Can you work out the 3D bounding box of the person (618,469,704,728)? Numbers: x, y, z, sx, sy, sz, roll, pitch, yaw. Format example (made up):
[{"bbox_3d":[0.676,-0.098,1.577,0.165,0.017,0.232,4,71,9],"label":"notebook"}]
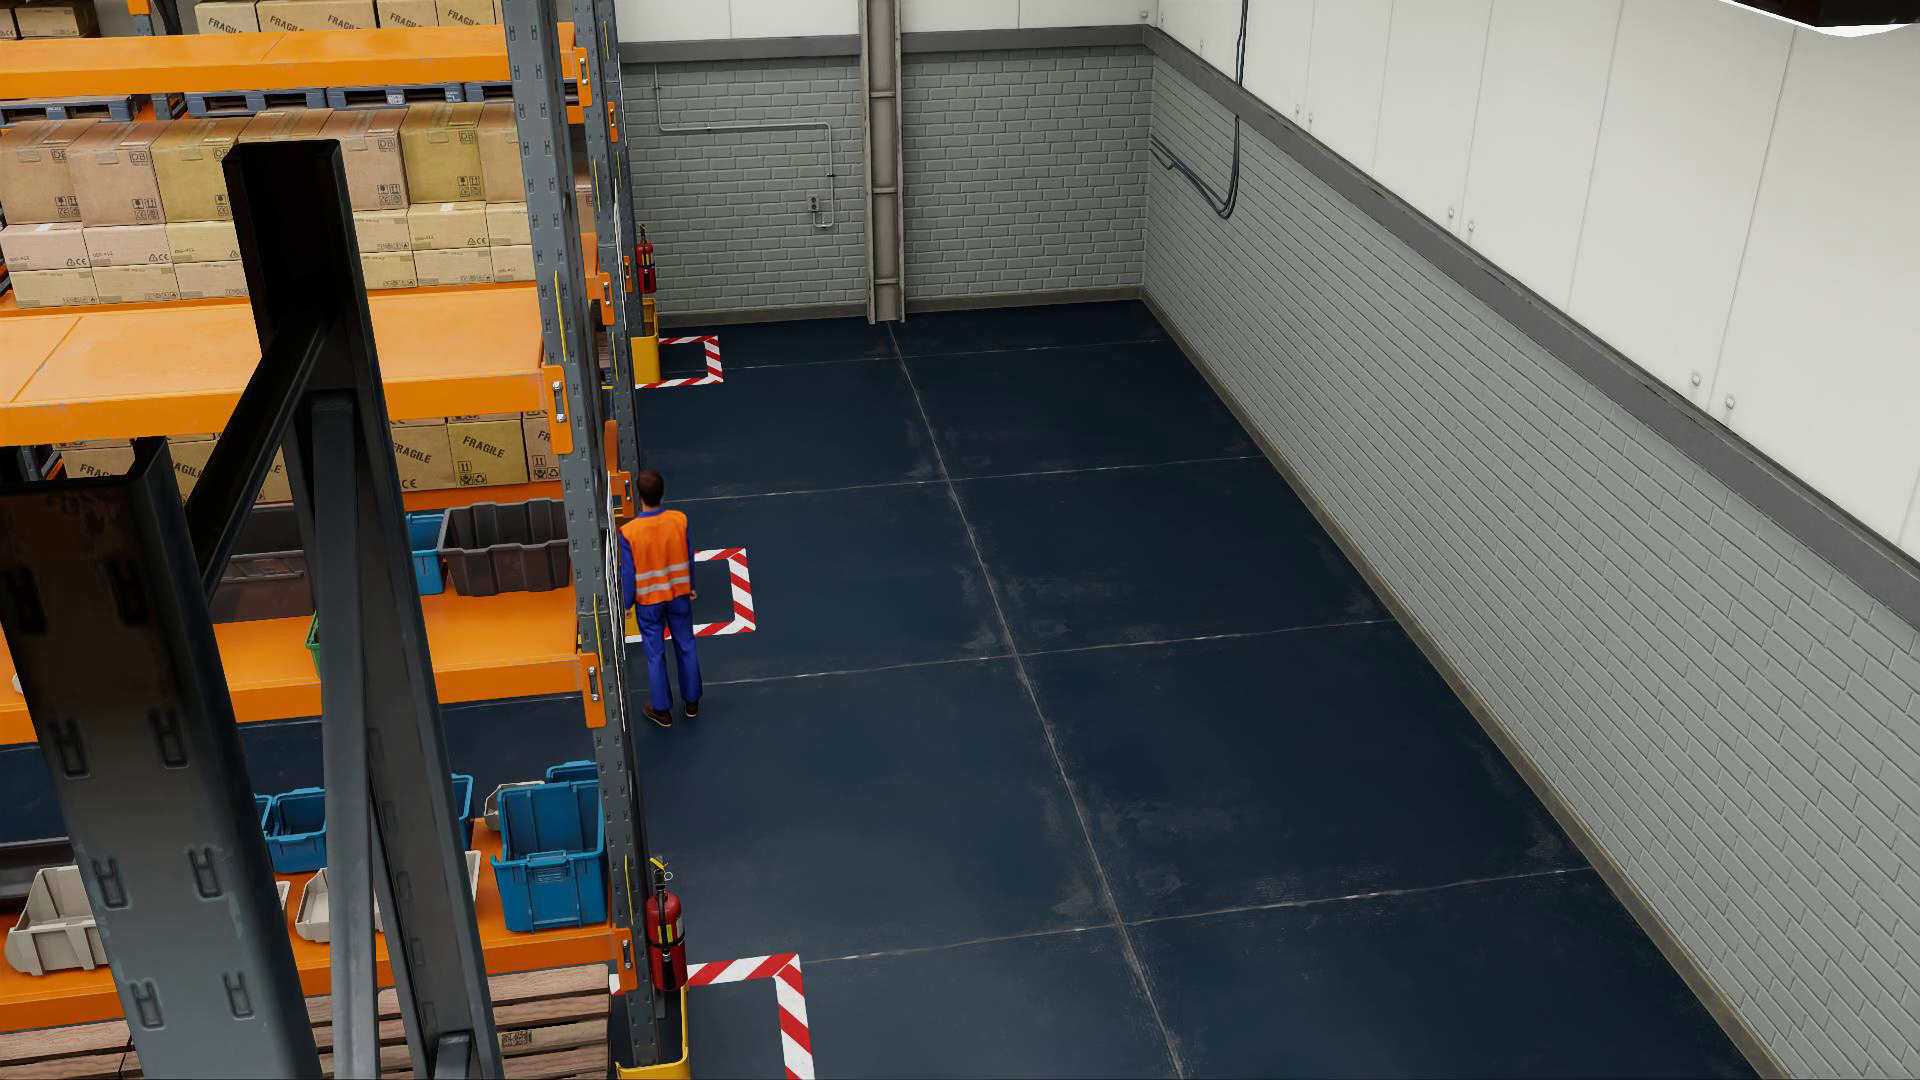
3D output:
[{"bbox_3d":[-2.014,0.387,11.187,0.679,1.862,0.833,-16,32,-27],"label":"person"}]
